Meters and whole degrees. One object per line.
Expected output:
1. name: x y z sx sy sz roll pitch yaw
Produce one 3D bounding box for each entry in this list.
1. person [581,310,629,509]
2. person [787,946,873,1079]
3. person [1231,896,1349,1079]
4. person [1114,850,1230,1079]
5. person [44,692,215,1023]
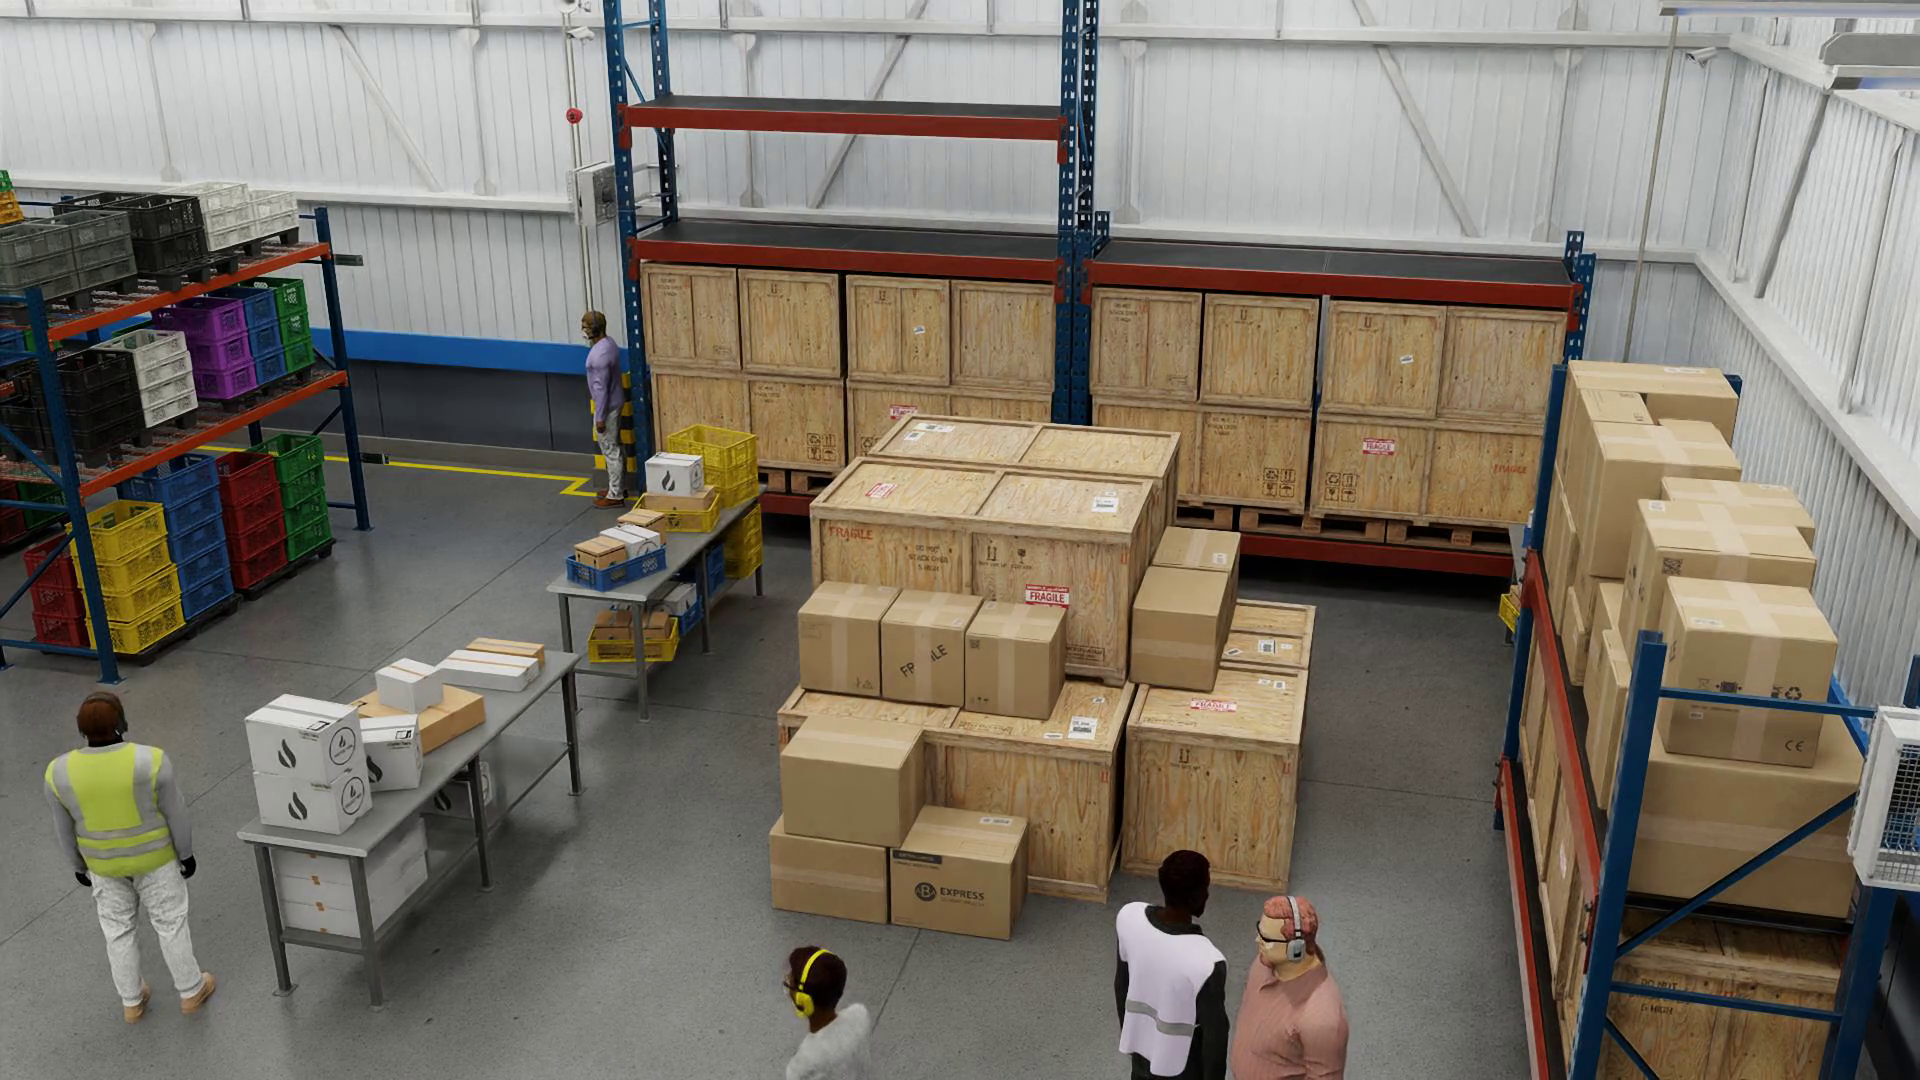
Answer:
1. person: -3.405 -1.264 16.009 0.367 1.933 0.627 -1 21 -4
2. person: -0.502 2.416 6.494 0.336 1.855 0.511 11 24 27
3. person: 1.289 2.282 6.764 0.401 1.907 0.648 -4 21 -9
4. person: 0.887 2.167 7.047 0.392 1.919 0.590 -17 27 -38
5. person: -4.258 1.628 8.564 0.619 1.845 0.430 -4 21 -11
